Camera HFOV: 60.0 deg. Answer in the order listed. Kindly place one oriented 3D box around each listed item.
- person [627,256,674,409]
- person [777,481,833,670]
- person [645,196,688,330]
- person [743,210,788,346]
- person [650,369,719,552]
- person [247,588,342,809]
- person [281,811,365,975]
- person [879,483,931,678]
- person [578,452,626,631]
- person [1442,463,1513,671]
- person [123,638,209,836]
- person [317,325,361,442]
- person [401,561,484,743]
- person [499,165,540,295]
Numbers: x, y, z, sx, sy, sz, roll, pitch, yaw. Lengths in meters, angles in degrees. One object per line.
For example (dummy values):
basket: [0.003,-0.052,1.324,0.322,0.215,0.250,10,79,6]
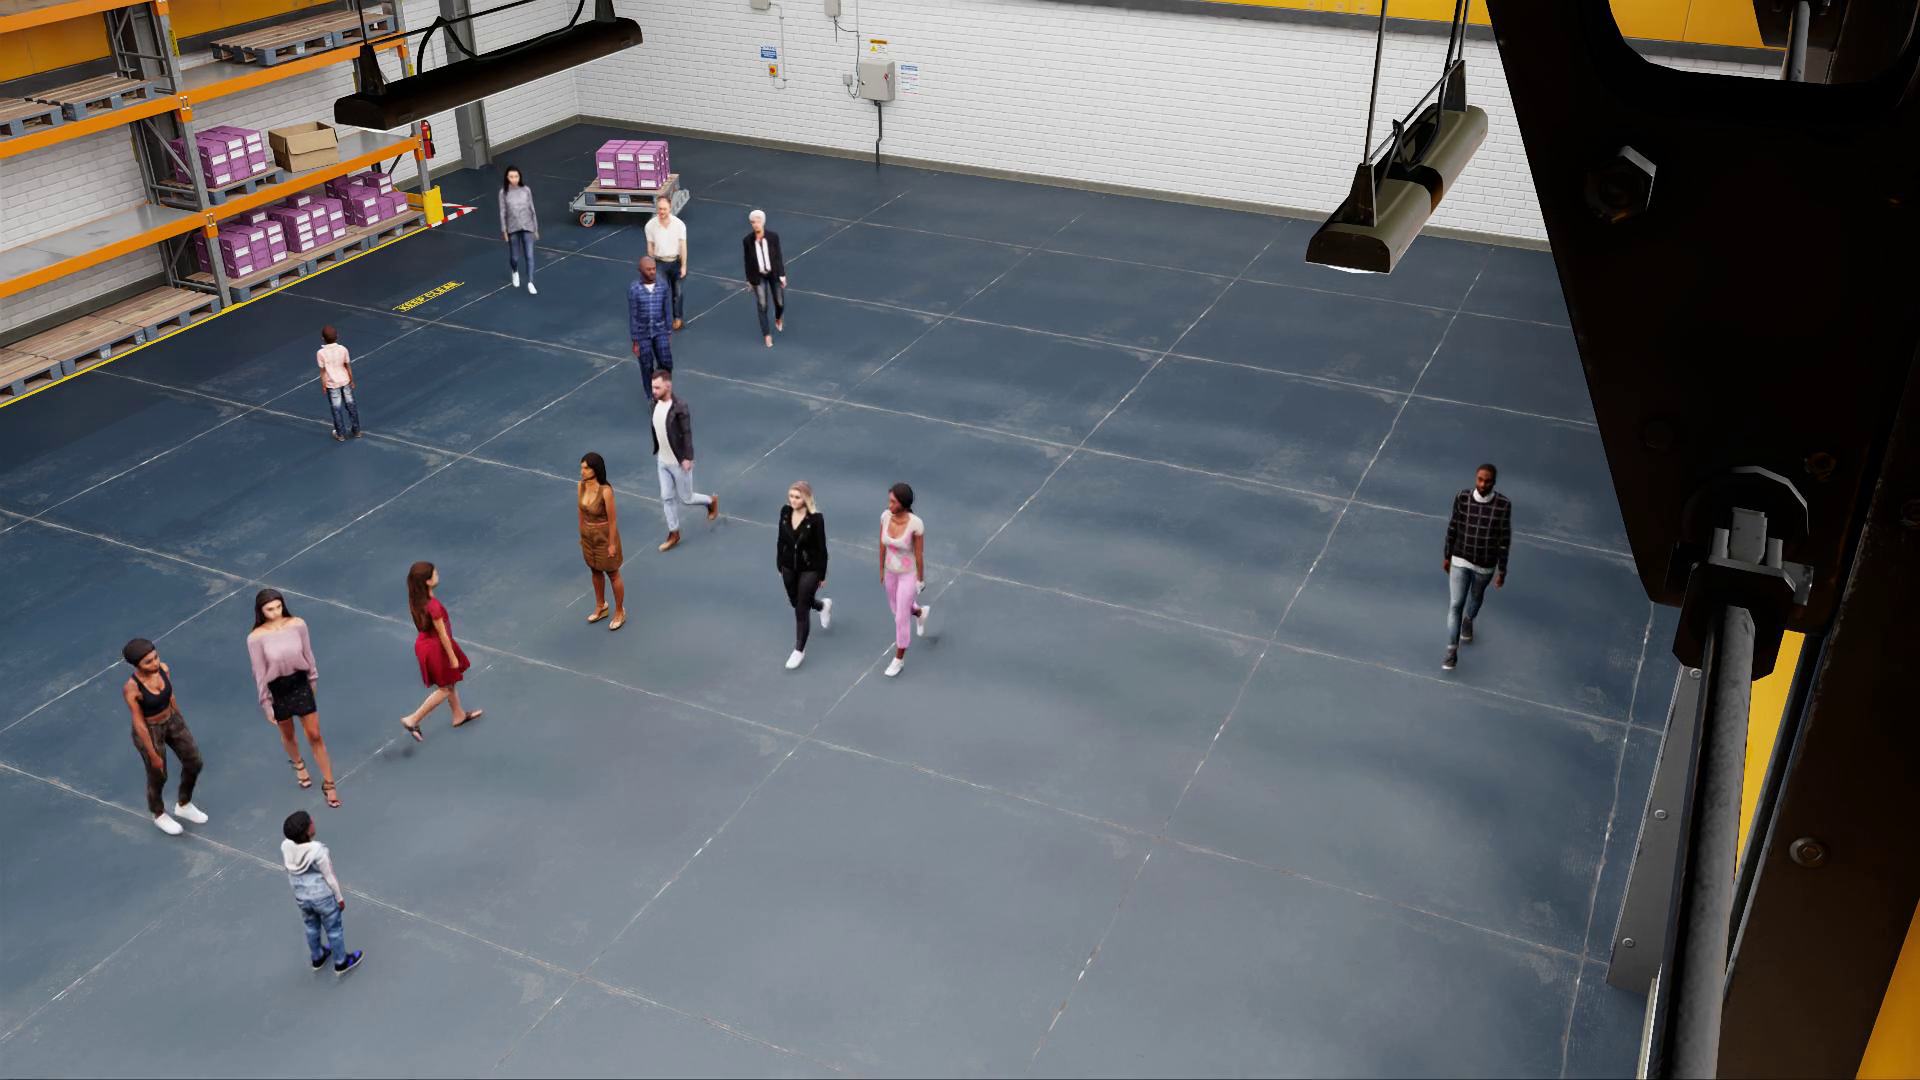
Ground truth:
person: [-3.524,-2.359,18.767,0.794,1.805,0.862,-12,31,-20]
person: [-1.300,0.231,14.161,0.605,1.668,0.986,12,31,21]
person: [-3.595,-3.429,20.740,1.025,1.794,1.317,0,29,0]
person: [-2.350,-3.254,20.584,0.932,1.772,0.930,-1,29,-2]
person: [-2.671,-0.803,15.896,0.760,1.823,1.000,16,33,27]
person: [-5.049,1.126,12.399,0.971,1.785,0.955,-19,34,-31]
person: [-4.197,2.283,10.825,0.510,1.260,0.520,8,30,14]
person: [-0.440,0.273,14.029,0.647,1.723,1.049,17,33,28]
person: [-3.148,-0.003,14.568,0.581,1.690,0.541,17,33,28]
person: [4.414,0.149,14.204,0.740,1.772,1.190,11,30,19]
person: [-5.815,1.409,11.998,0.707,1.673,0.644,11,30,19]
person: [-6.780,-1.716,18.108,0.528,1.308,0.618,-21,35,-34]
person: [-4.179,0.894,13.082,0.979,1.539,0.783,-21,35,-34]
person: [-5.867,-4.155,22.147,0.777,1.721,0.839,-13,31,-23]
